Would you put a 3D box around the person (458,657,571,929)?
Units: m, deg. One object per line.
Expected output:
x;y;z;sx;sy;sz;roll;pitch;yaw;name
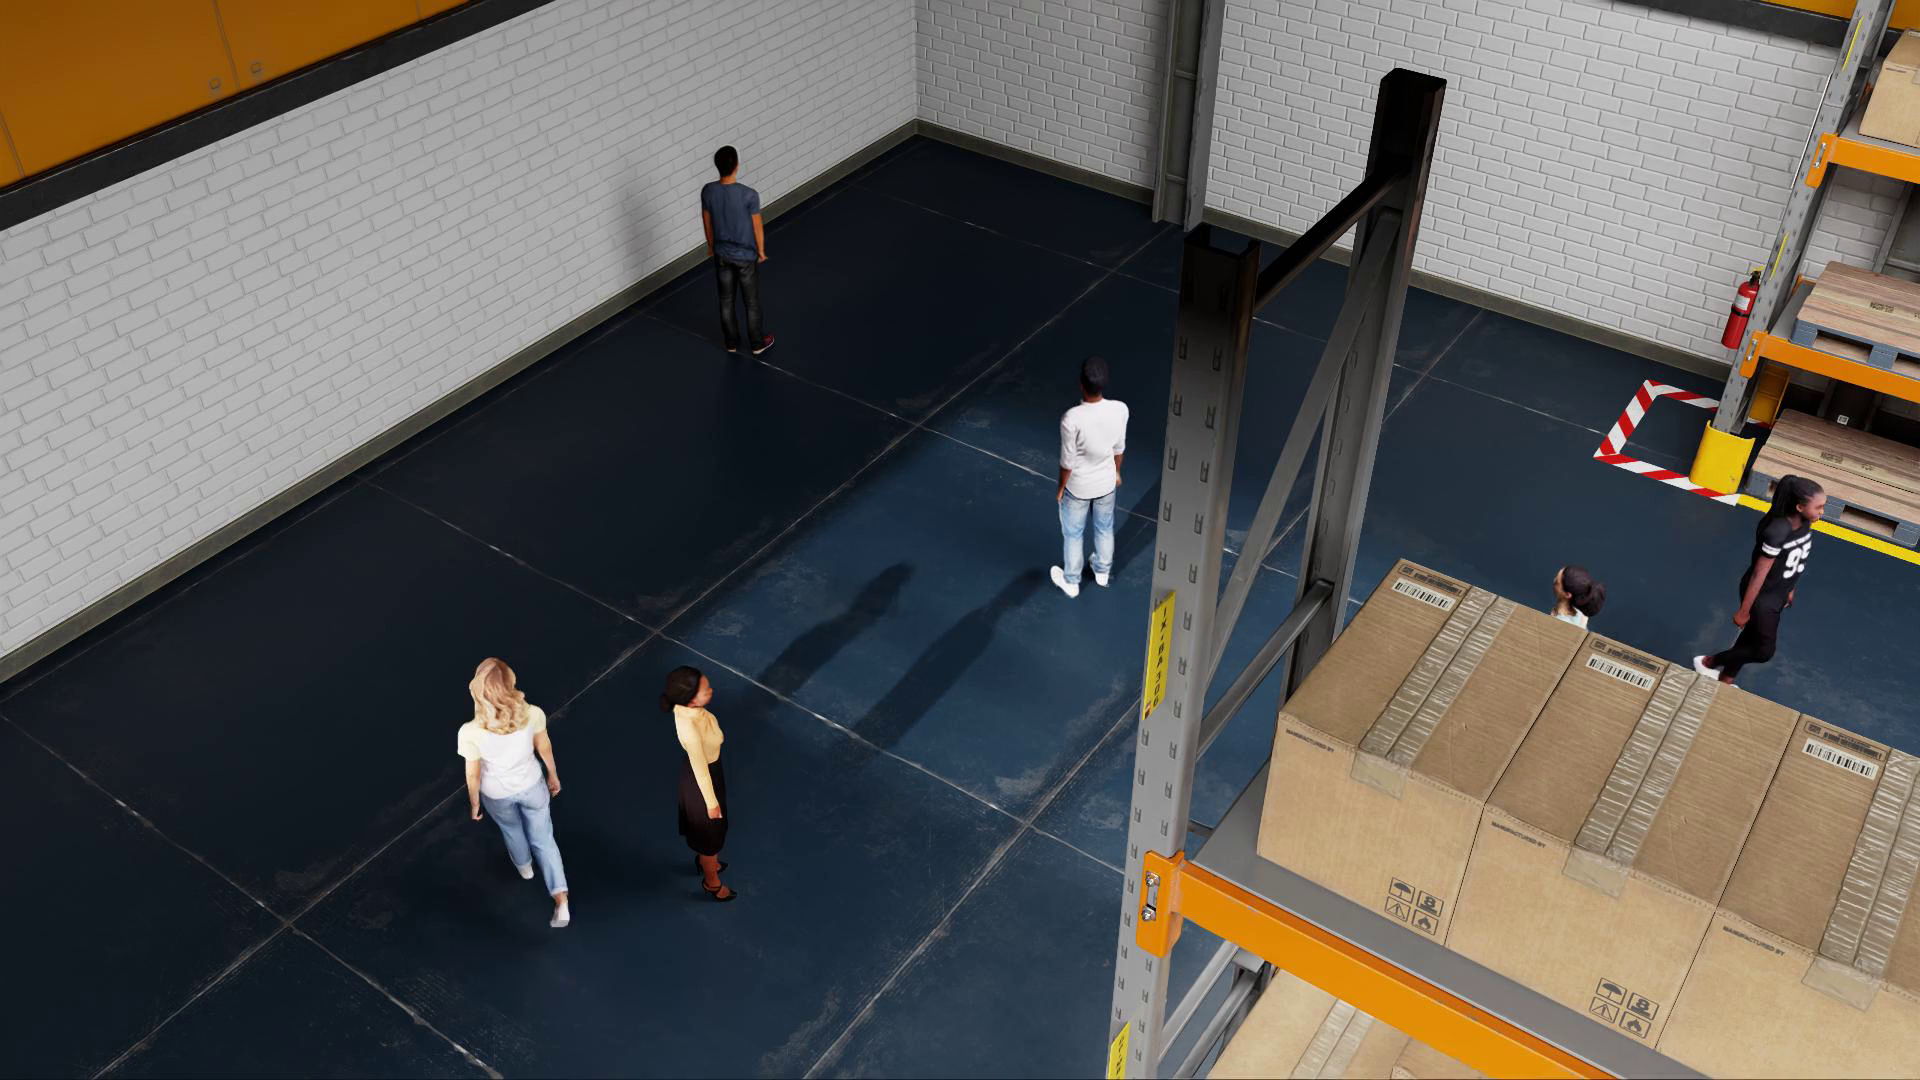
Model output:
-2.345;1.399;8.923;0.946;1.695;1.191;-22;44;-25;person

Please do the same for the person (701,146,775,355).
-1.828;-2.343;13.517;0.622;1.810;0.779;8;39;10;person

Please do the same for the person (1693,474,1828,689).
4.883;0.312;10.263;0.715;1.722;0.754;-28;47;-31;person

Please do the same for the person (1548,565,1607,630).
3.369;0.845;9.562;0.649;1.765;0.645;32;48;33;person

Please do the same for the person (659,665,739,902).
-1.401;1.323;9.052;0.716;1.655;0.642;-10;40;-12;person

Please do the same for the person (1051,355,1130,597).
0.862;-0.425;11.111;0.739;1.815;0.756;-14;41;-17;person
